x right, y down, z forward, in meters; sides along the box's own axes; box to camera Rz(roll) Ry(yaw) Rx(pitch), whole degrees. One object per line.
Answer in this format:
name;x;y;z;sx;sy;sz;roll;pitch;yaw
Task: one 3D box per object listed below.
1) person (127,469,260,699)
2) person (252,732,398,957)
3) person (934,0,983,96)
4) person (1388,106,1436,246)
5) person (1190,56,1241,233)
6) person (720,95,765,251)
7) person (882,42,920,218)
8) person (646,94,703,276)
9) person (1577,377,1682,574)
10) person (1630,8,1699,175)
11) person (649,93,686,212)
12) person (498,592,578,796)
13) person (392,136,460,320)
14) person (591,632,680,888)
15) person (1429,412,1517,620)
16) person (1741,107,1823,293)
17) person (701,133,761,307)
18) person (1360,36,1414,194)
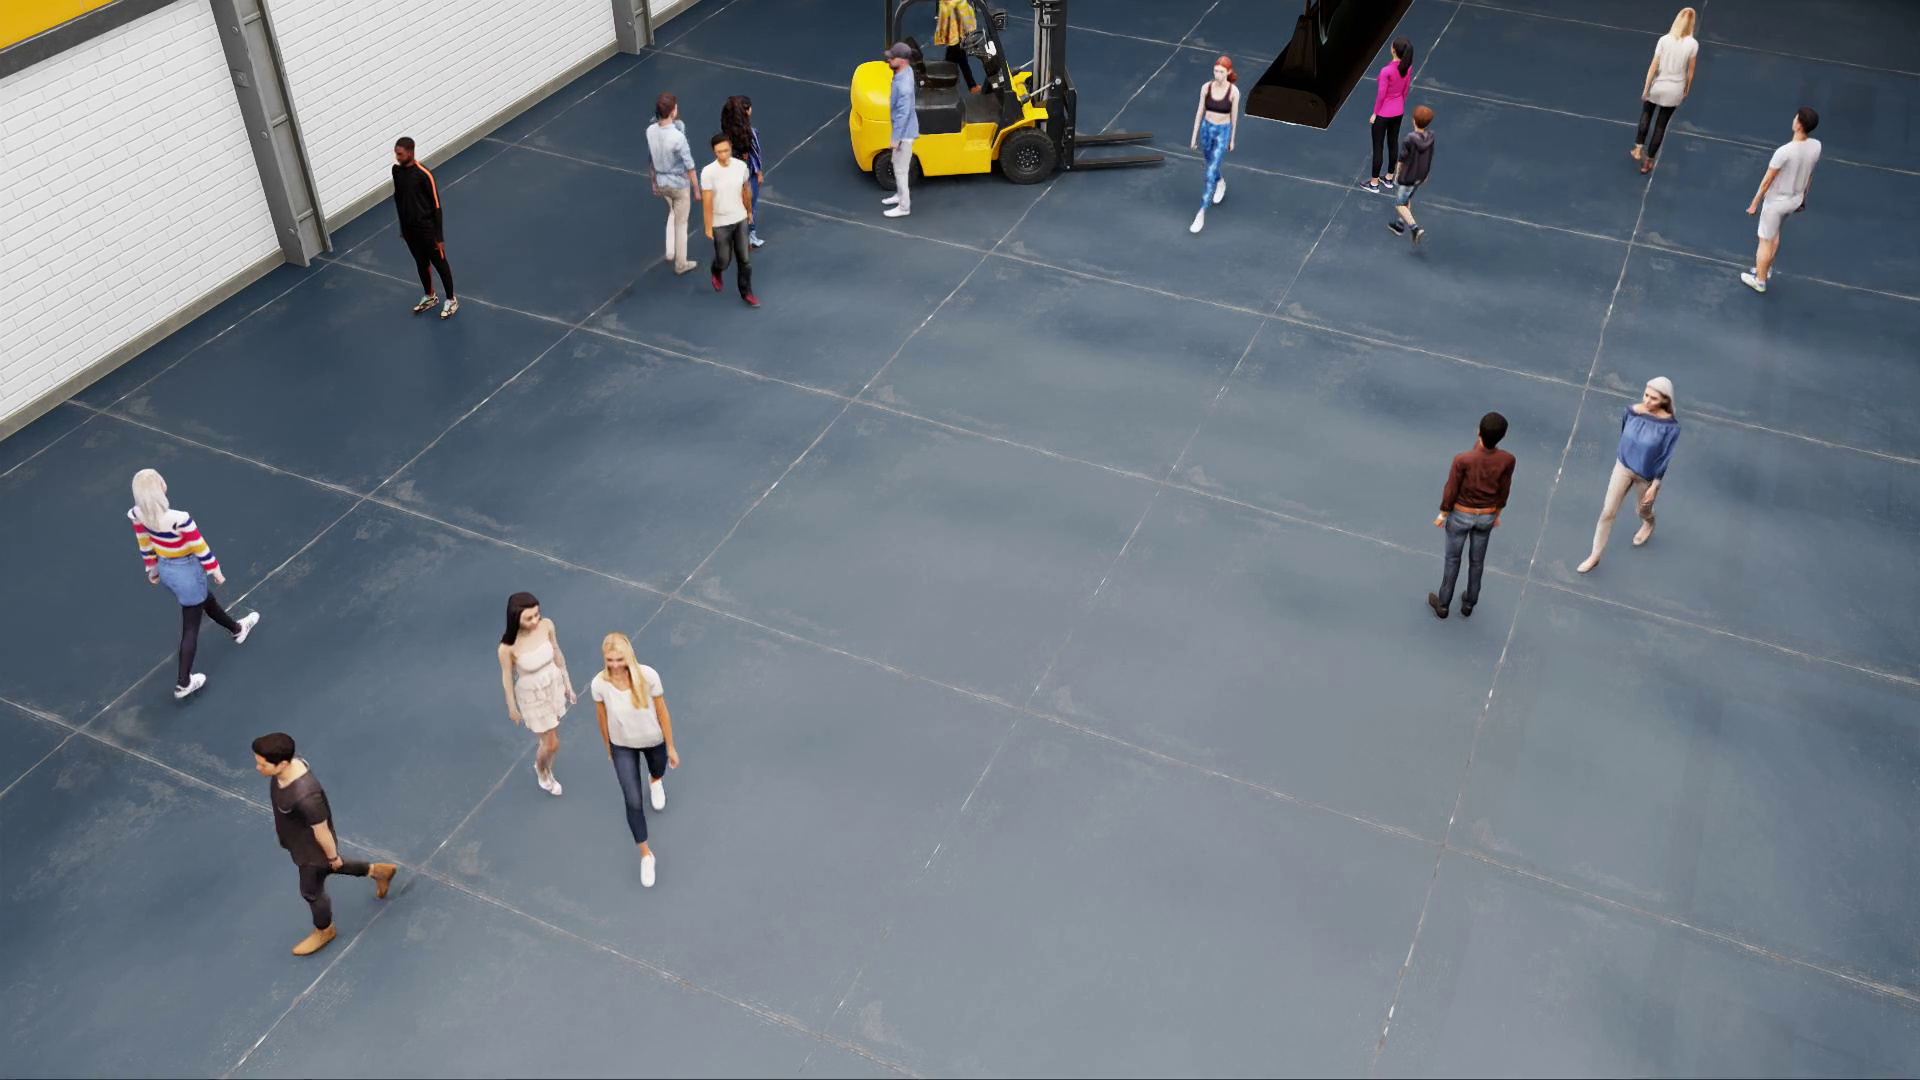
person;-5.466;0.313;11.596;0.719;1.763;1.155;13;40;16
person;-3.798;1.721;9.888;1.070;1.694;0.918;-23;44;-26
person;-0.125;-5.791;19.368;1.191;1.602;1.101;-16;41;-19
person;4.608;-3.670;16.852;0.875;1.426;0.901;-15;41;-18
person;2.661;-4.151;17.211;0.589;1.741;1.217;17;42;21
person;-2.168;-3.713;16.752;0.673;1.620;0.654;27;46;30
person;-0.548;-4.253;17.219;0.867;1.881;0.756;-1;39;-1
person;-2.847;-3.421;16.212;0.703;1.837;0.672;23;44;26
person;5.237;-0.523;12.727;1.179;1.669;0.893;-31;48;-33
person;7.628;-4.816;17.977;0.627;1.815;0.696;14;41;17
person;-2.944;-3.923;17.138;0.653;1.467;0.726;7;39;9
person;-2.777;0.975;10.798;0.683;1.725;0.571;28;46;30
person;-5.065;-2.963;15.661;0.628;1.809;0.533;14;41;17
person;-2.009;1.221;10.450;1.059;1.775;1.200;-8;39;-10
person;3.755;-0.167;12.182;0.712;1.781;0.682;-1;39;-1
person;7.951;-3.212;15.947;0.833;1.840;0.893;-12;40;-15
person;-2.241;-3.061;15.809;0.919;1.788;0.957;-25;45;-28
person;4.579;-4.549;17.744;0.669;1.699;0.752;-20;43;-24
